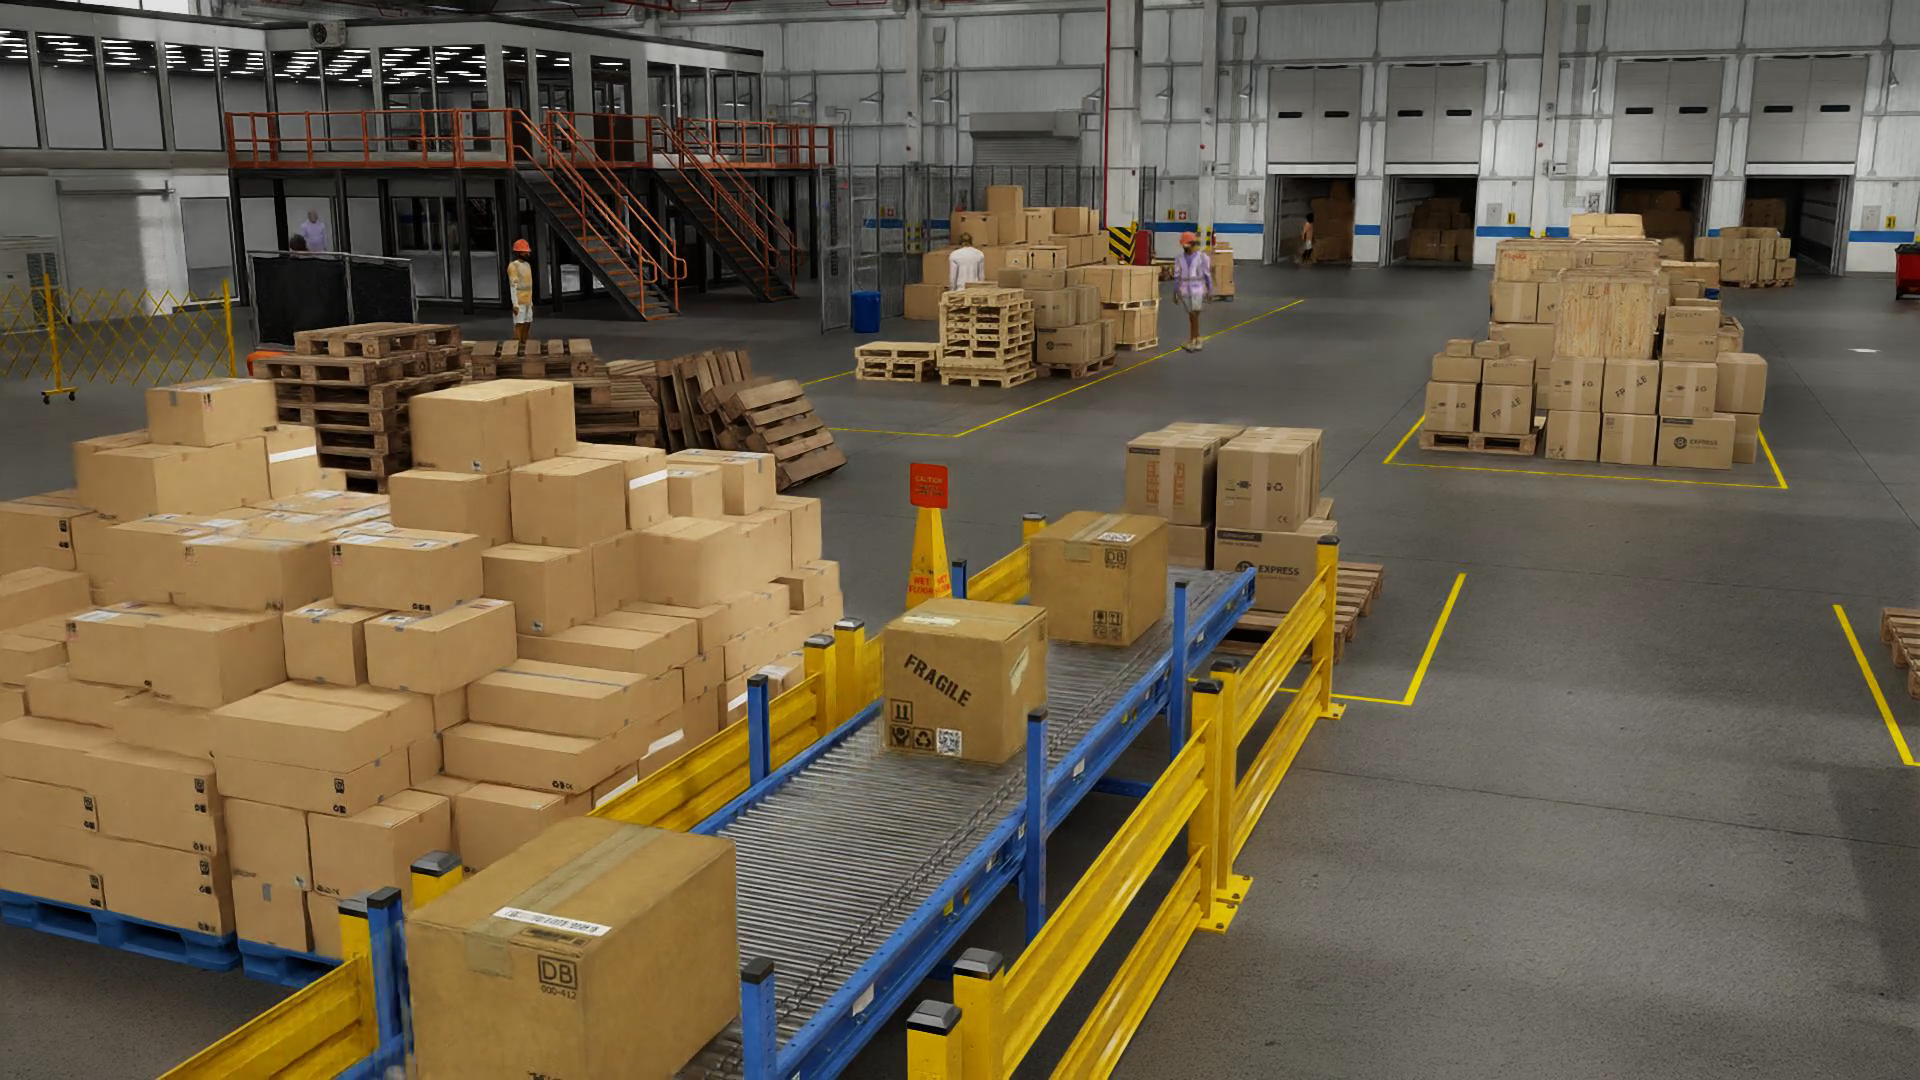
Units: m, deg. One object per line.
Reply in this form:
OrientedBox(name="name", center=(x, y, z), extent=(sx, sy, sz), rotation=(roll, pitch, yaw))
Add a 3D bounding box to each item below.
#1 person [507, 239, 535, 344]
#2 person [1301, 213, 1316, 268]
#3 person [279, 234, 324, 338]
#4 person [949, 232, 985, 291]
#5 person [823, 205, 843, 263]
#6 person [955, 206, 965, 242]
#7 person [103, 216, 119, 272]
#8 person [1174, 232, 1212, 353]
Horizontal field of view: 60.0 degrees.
OrientedBox(name="person", center=(-6.822, -3.728, 26.041), extent=(0.372, 1.935, 0.551), rotation=(3, 13, 14))
OrientedBox(name="person", center=(10.786, -9.210, 51.209), extent=(0.608, 1.675, 0.549), rotation=(5, 14, 23))
OrientedBox(name="person", center=(-10.331, -3.792, 26.094), extent=(0.599, 2.000, 0.695), rotation=(11, 17, 40))
OrientedBox(name="person", center=(0.118, -4.370, 28.927), extent=(0.640, 1.936, 0.363), rotation=(-3, 13, -13))
OrientedBox(name="person", center=(-4.203, -10.024, 54.381), extent=(0.990, 1.901, 0.625), rotation=(10, 16, 37))
OrientedBox(name="person", center=(0.006, -8.452, 47.126), extent=(0.612, 1.984, 0.401), rotation=(5, 14, 22))
OrientedBox(name="person", center=(-22.892, -7.886, 44.957), extent=(0.529, 1.835, 0.971), rotation=(2, 13, 8))
OrientedBox(name="person", center=(3.815, -4.097, 27.575), extent=(0.641, 1.980, 1.015), rotation=(8, 15, 31))
